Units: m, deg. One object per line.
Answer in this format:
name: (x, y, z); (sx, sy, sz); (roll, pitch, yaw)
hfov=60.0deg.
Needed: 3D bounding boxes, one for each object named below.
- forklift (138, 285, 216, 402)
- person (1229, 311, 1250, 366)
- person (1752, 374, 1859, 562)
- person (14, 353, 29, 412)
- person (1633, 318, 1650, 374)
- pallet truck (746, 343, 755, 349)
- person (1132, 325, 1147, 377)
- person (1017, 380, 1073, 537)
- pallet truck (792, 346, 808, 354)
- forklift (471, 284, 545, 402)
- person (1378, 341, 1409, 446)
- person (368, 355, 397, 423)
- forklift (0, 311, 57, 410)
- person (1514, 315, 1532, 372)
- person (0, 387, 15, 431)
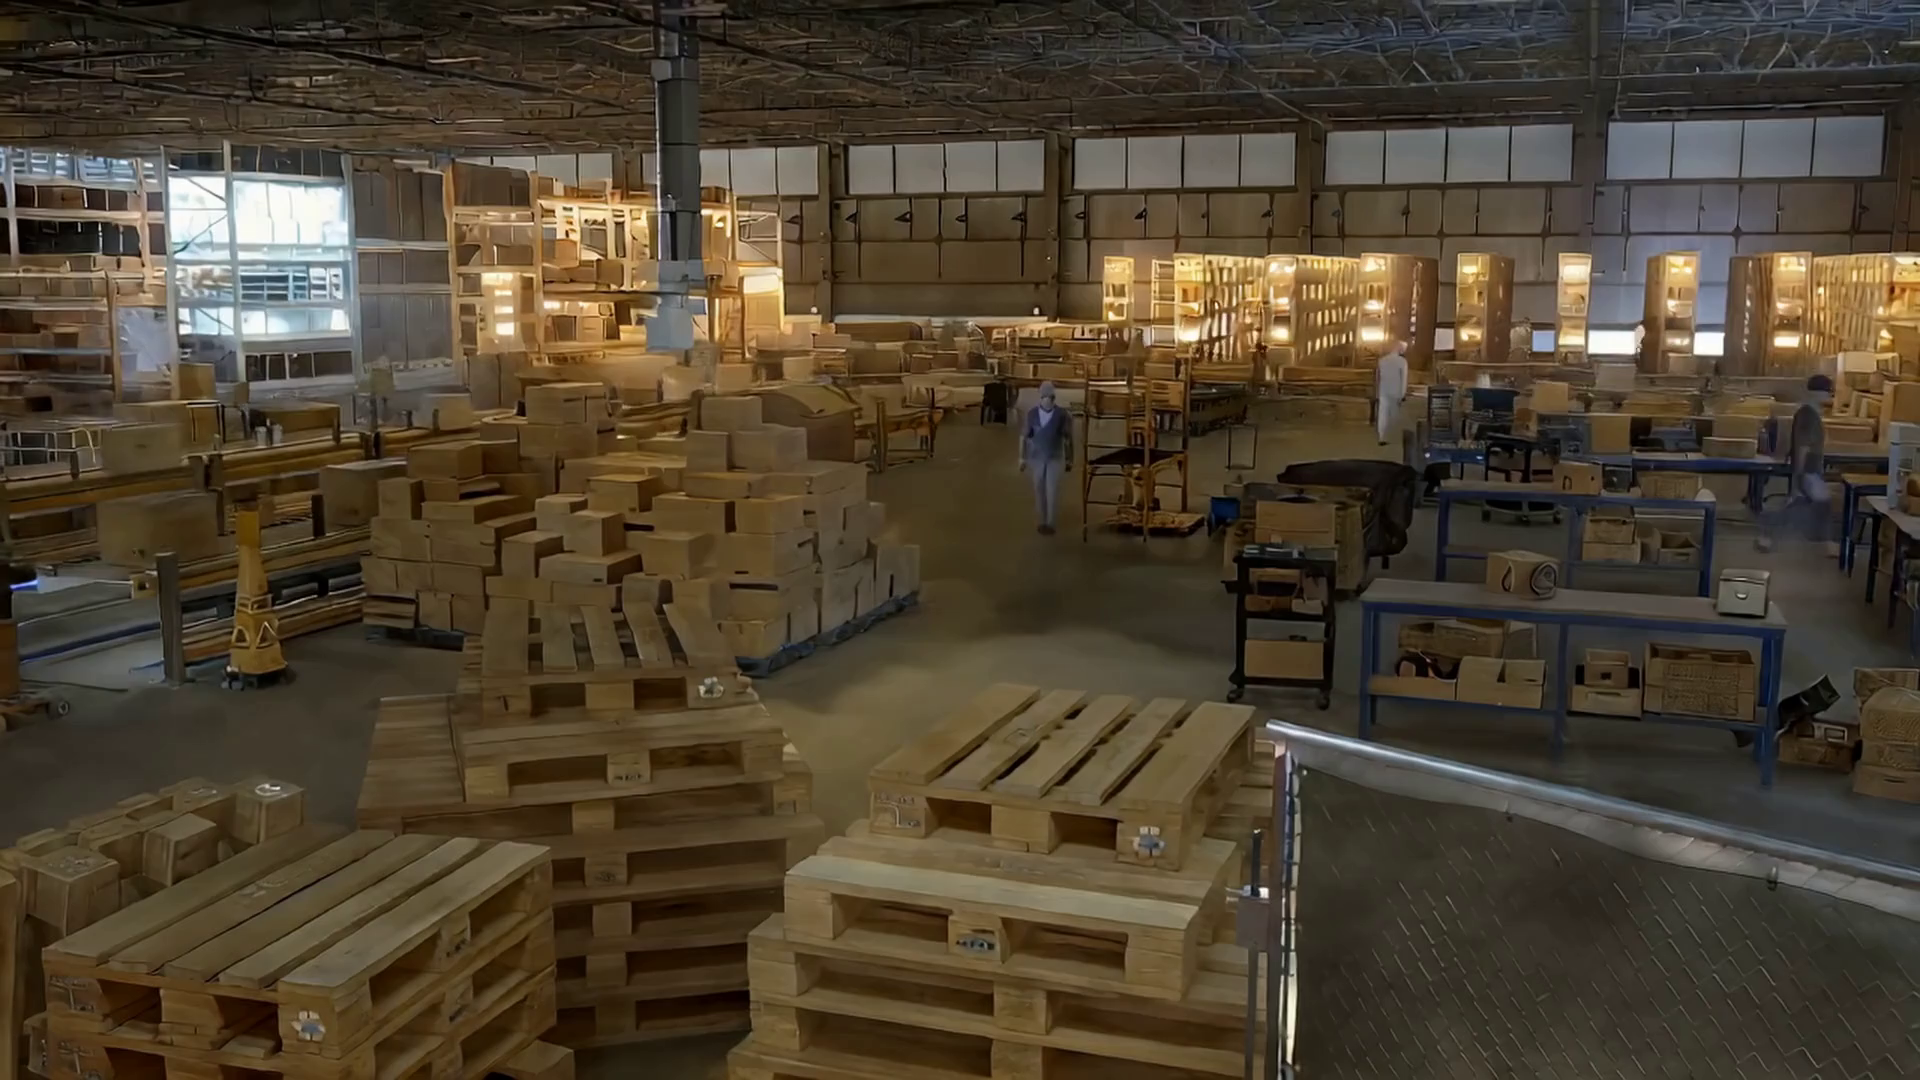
forklift: (-17.480, -4.200, 36.461); (1.873, 2.768, 1.129); (3, 10, 19)
person: (8.686, -6.127, 51.507); (1.014, 1.952, 0.625); (0, 9, -1)
person: (9.076, -0.783, 17.811); (1.033, 1.996, 0.612); (4, 10, 26)
person: (-20.453, -3.507, 35.765); (0.939, 1.710, 0.544); (3, 10, 18)
person: (19.972, -5.578, 48.502); (0.957, 1.790, 0.570); (3, 9, 17)
pallet truck: (-6.183, -4.618, 44.264); (1.601, 1.201, 0.680); (-9, 12, -43)
person: (4.752, -4.707, 43.250); (0.872, 1.728, 0.549); (4, 10, 23)
person: (0.964, -0.944, 19.360); (0.606, 1.812, 0.680); (4, 10, 21)
pallet truck: (-3.705, -4.298, 42.022); (0.653, 1.274, 1.630); (3, 10, 20)
forklift: (-10.832, -4.702, 39.610); (1.129, 2.768, 1.873); (3, 10, 20)
person: (7.762, -2.606, 29.584); (0.731, 1.869, 0.677); (-7, 12, -38)
person: (-10.402, -2.543, 30.065); (0.854, 1.585, 0.540); (4, 10, 22)
forklift: (-21.160, -4.242, 36.725); (1.873, 2.768, 1.129); (-4, 10, -25)
person: (16.944, -5.836, 50.012); (0.601, 1.830, 0.404); (-2, 9, -12)
person: (-15.224, -2.108, 26.370); (0.551, 1.910, 0.845); (4, 10, 21)
